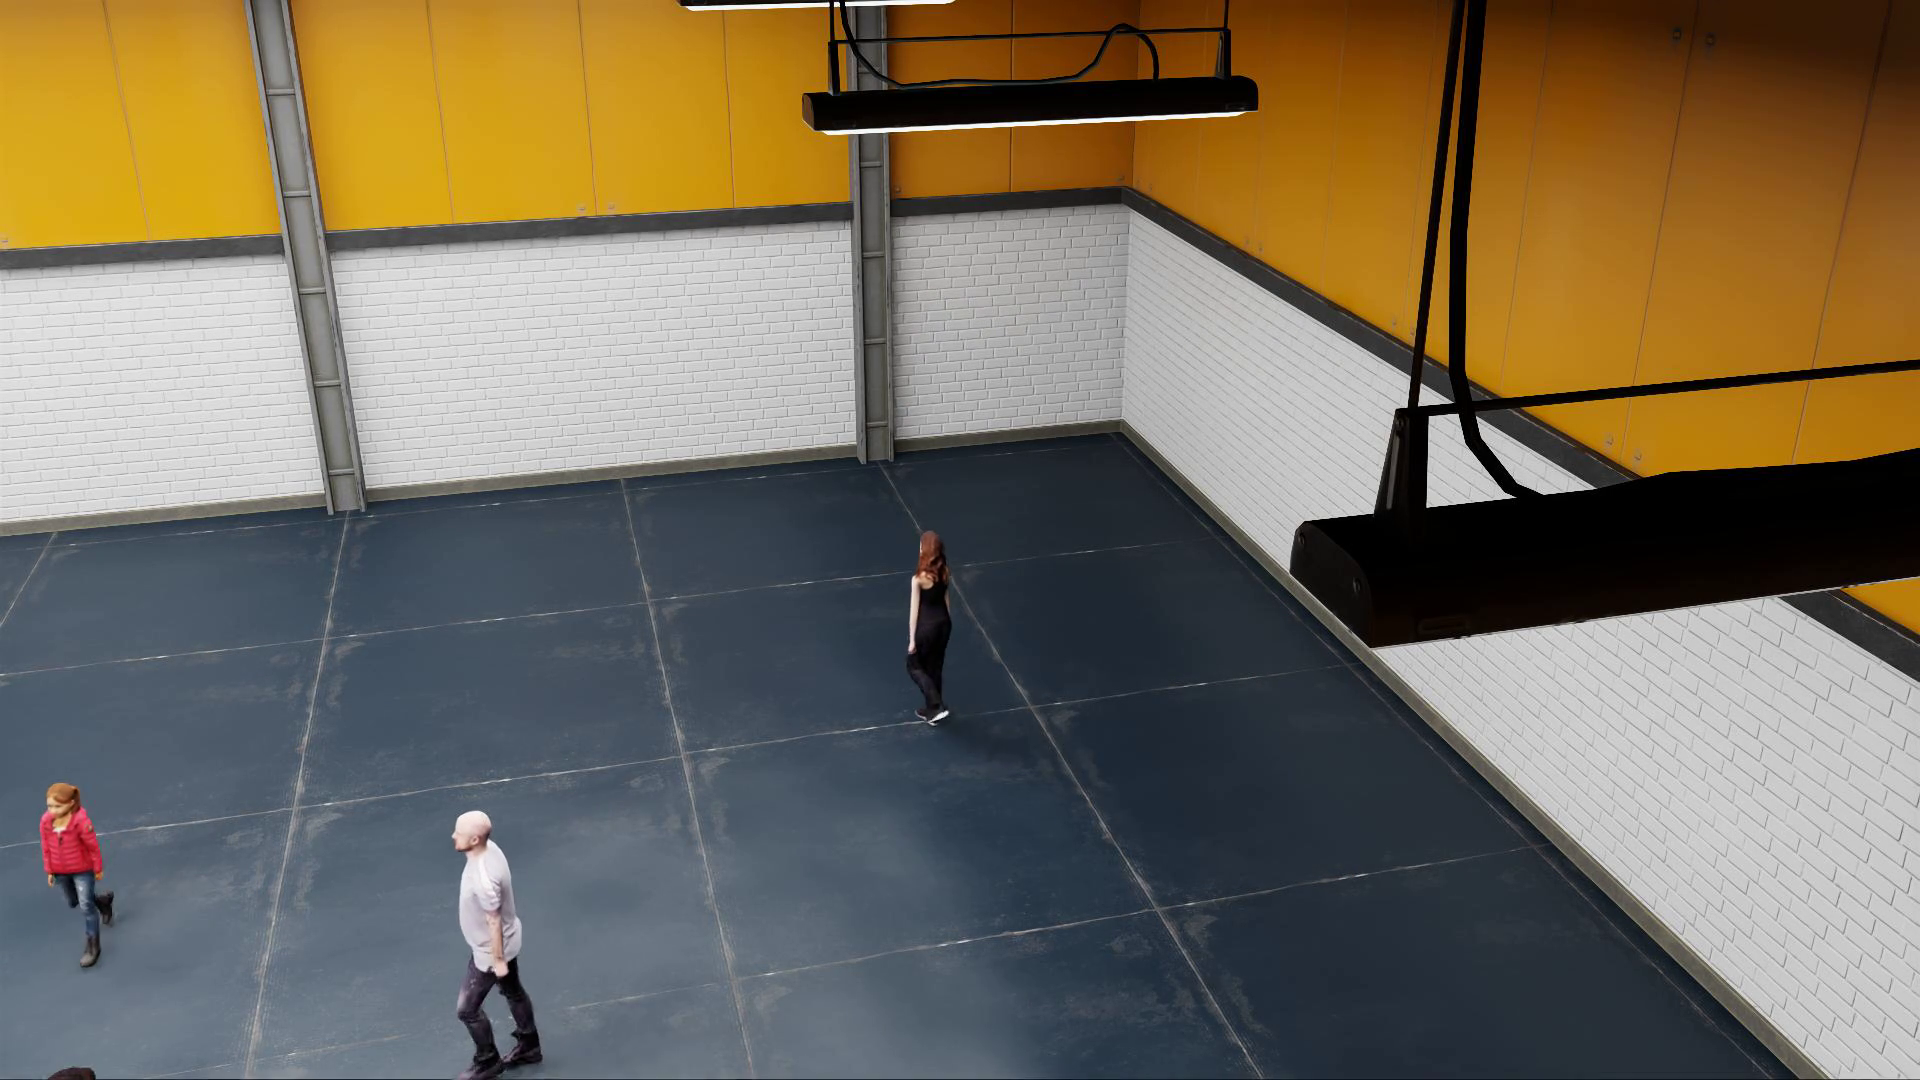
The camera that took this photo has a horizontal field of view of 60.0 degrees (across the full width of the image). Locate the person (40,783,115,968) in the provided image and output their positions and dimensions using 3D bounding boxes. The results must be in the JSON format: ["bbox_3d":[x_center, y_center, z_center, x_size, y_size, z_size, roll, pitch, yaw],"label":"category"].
[{"bbox_3d":[-5.873,2.165,11.093,0.798,1.302,0.736,1,24,3],"label":"person"}]

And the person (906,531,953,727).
[{"bbox_3d":[-0.176,0.781,13.719,0.782,1.734,0.822,-21,31,-39],"label":"person"}]

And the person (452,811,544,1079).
[{"bbox_3d":[-2.688,2.404,9.905,0.746,1.816,0.690,-5,24,-12],"label":"person"}]
